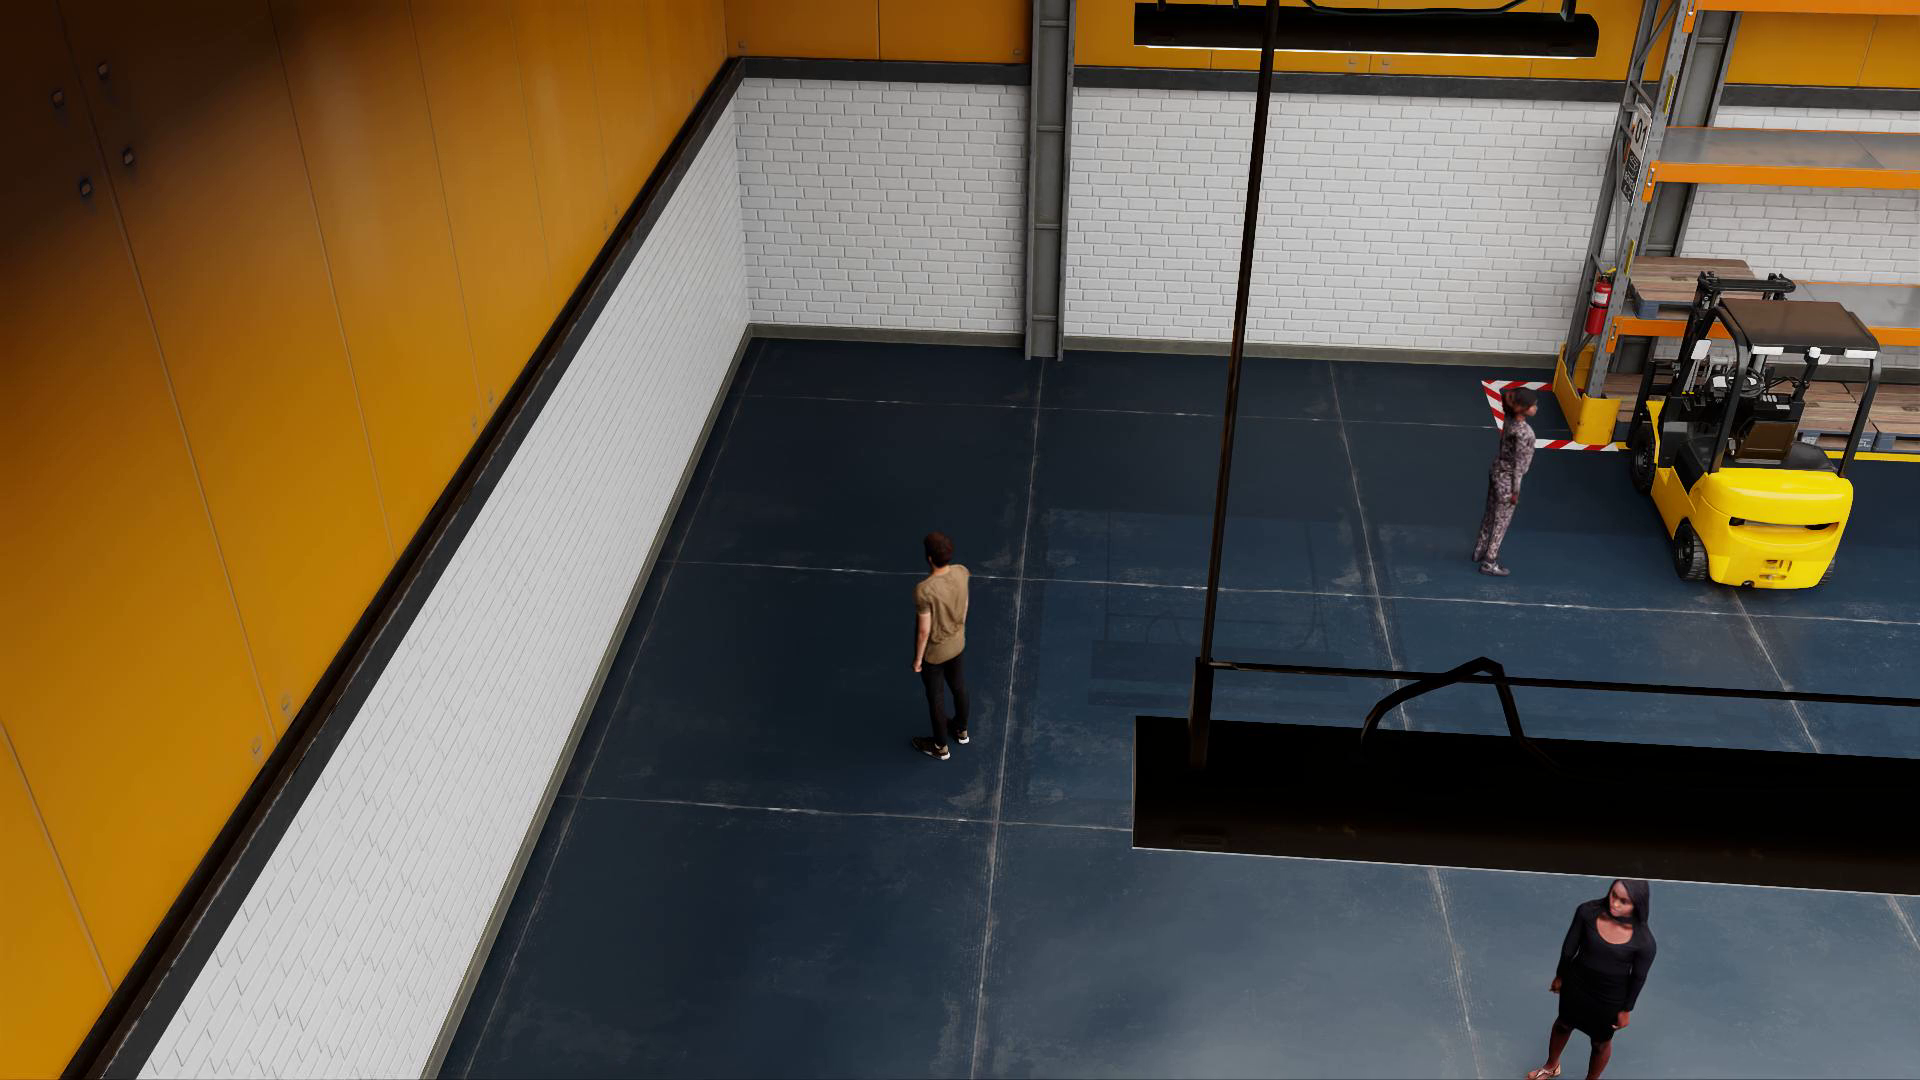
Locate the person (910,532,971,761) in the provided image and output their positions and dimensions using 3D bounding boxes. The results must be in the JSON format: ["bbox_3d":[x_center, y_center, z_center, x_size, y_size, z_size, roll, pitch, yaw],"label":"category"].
[{"bbox_3d":[-0.132,0.748,11.874,0.781,1.851,0.749,28,43,35],"label":"person"}]

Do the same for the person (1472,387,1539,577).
[{"bbox_3d":[4.556,-0.501,13.877,0.538,1.715,0.577,0,34,1],"label":"person"}]

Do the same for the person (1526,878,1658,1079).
[{"bbox_3d":[3.566,2.523,9.321,0.648,1.721,0.737,28,43,35],"label":"person"}]
